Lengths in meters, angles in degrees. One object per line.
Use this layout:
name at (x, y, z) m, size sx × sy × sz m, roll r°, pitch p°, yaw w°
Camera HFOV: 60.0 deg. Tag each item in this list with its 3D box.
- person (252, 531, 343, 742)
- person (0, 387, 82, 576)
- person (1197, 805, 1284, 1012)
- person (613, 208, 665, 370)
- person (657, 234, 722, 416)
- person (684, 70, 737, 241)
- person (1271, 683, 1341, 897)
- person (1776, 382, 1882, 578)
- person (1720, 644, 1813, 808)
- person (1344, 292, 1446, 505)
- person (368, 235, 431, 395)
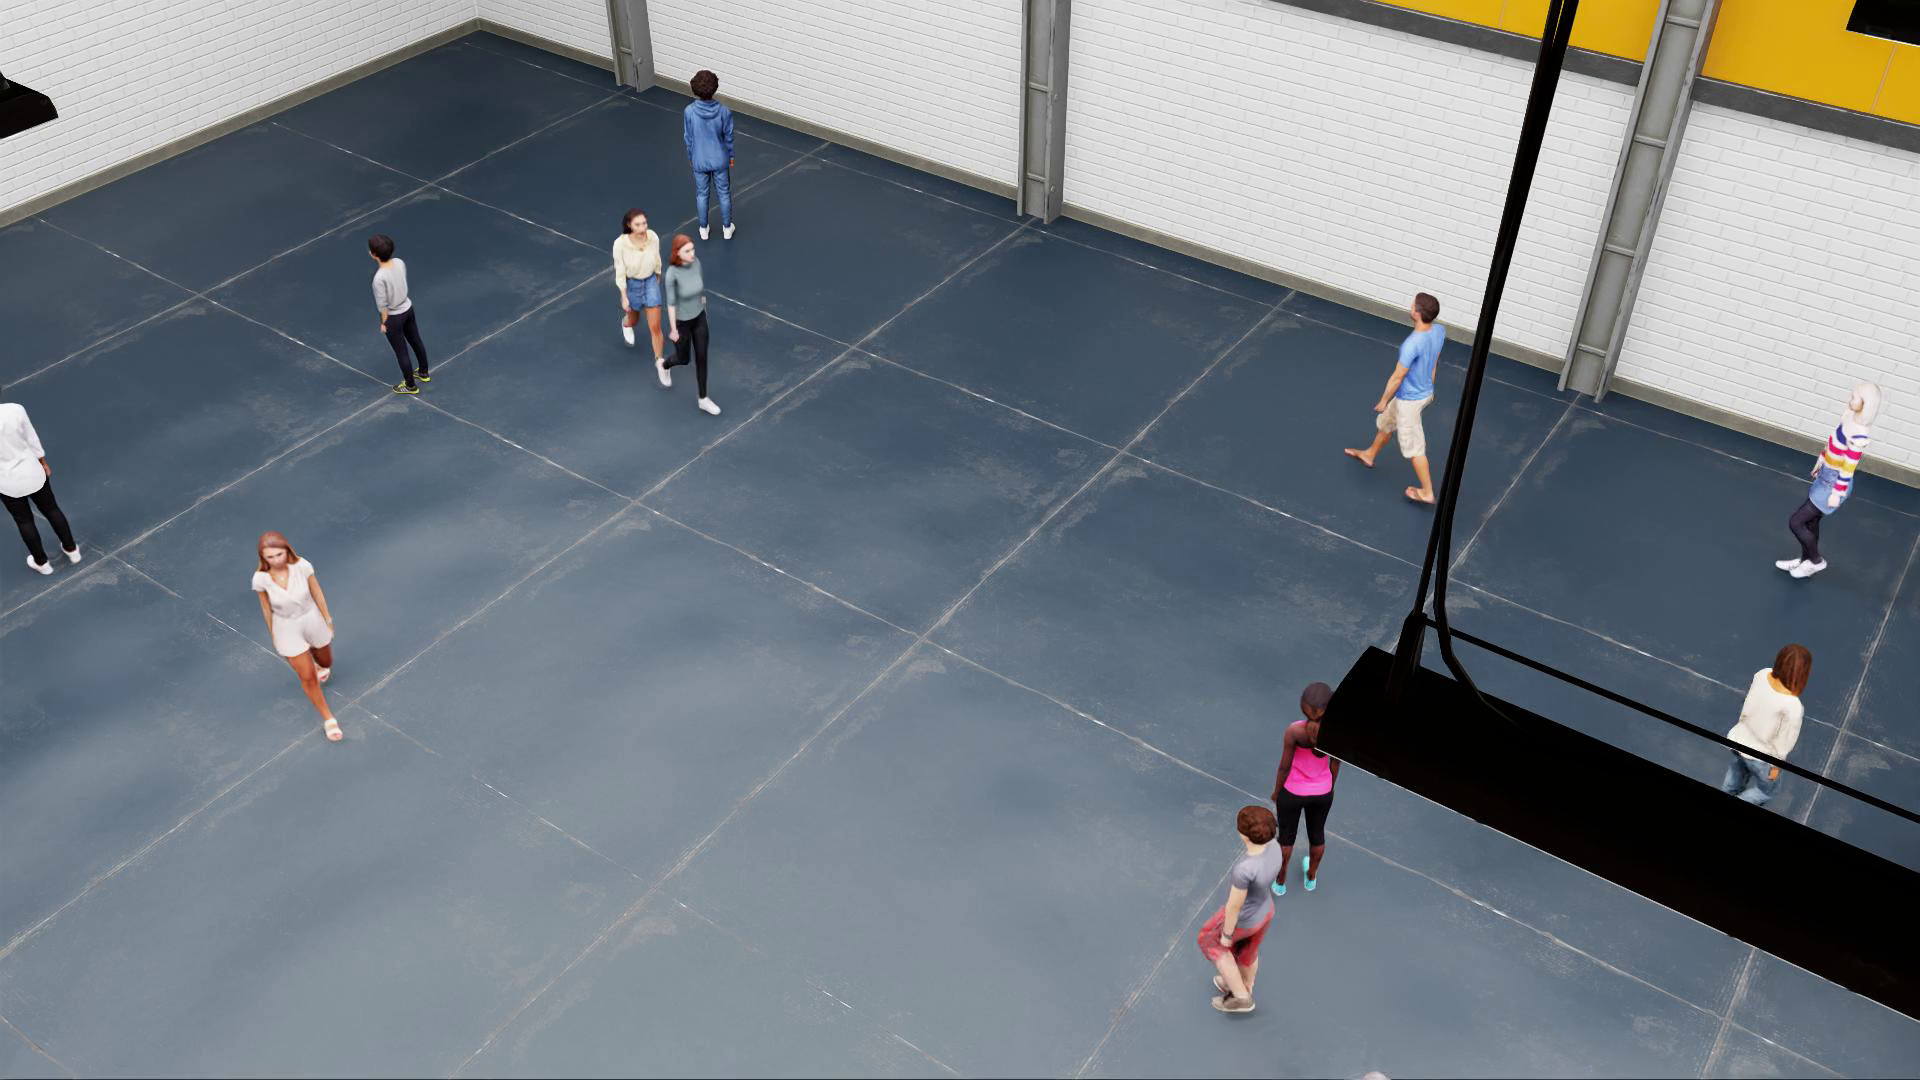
person at (-4.602, 0.579, 11.595) m, size 0.878 × 1.674 × 1.092 m, roll -18°, pitch 42°, yaw -21°
person at (-7.296, -0.527, 12.875) m, size 0.664 × 1.805 × 0.614 m, roll -31°, pitch 48°, yaw -33°
person at (1.708, 2.208, 9.585) m, size 0.691 × 1.637 × 0.657 m, roll 32°, pitch 48°, yaw 33°
person at (-2.969, -2.330, 15.292) m, size 0.943 × 1.606 × 1.154 m, roll -18°, pitch 42°, yaw -21°
person at (-2.452, -1.934, 14.698) m, size 1.004 × 1.728 × 0.654 m, roll 28°, pitch 47°, yaw 31°
person at (-2.578, -3.965, 17.175) m, size 0.711 × 1.810 × 0.812 m, roll -1°, pitch 39°, yaw -1°
person at (2.149, 1.557, 10.330) m, size 0.649 × 1.725 × 0.717 m, roll -3°, pitch 39°, yaw -4°
person at (6.758, -0.411, 12.735) m, size 0.734 × 1.798 × 0.741 m, roll 11°, pitch 40°, yaw 13°
person at (5.026, 1.342, 10.640) m, size 0.859 × 1.673 × 0.799 m, roll -5°, pitch 39°, yaw -6°
person at (3.764, -1.119, 13.607) m, size 0.778 × 1.816 × 1.251 m, roll -32°, pitch 48°, yaw -33°
person at (-5.061, -2.045, 14.977) m, size 0.567 × 1.554 × 0.595 m, roll 12°, pitch 40°, yaw 15°
